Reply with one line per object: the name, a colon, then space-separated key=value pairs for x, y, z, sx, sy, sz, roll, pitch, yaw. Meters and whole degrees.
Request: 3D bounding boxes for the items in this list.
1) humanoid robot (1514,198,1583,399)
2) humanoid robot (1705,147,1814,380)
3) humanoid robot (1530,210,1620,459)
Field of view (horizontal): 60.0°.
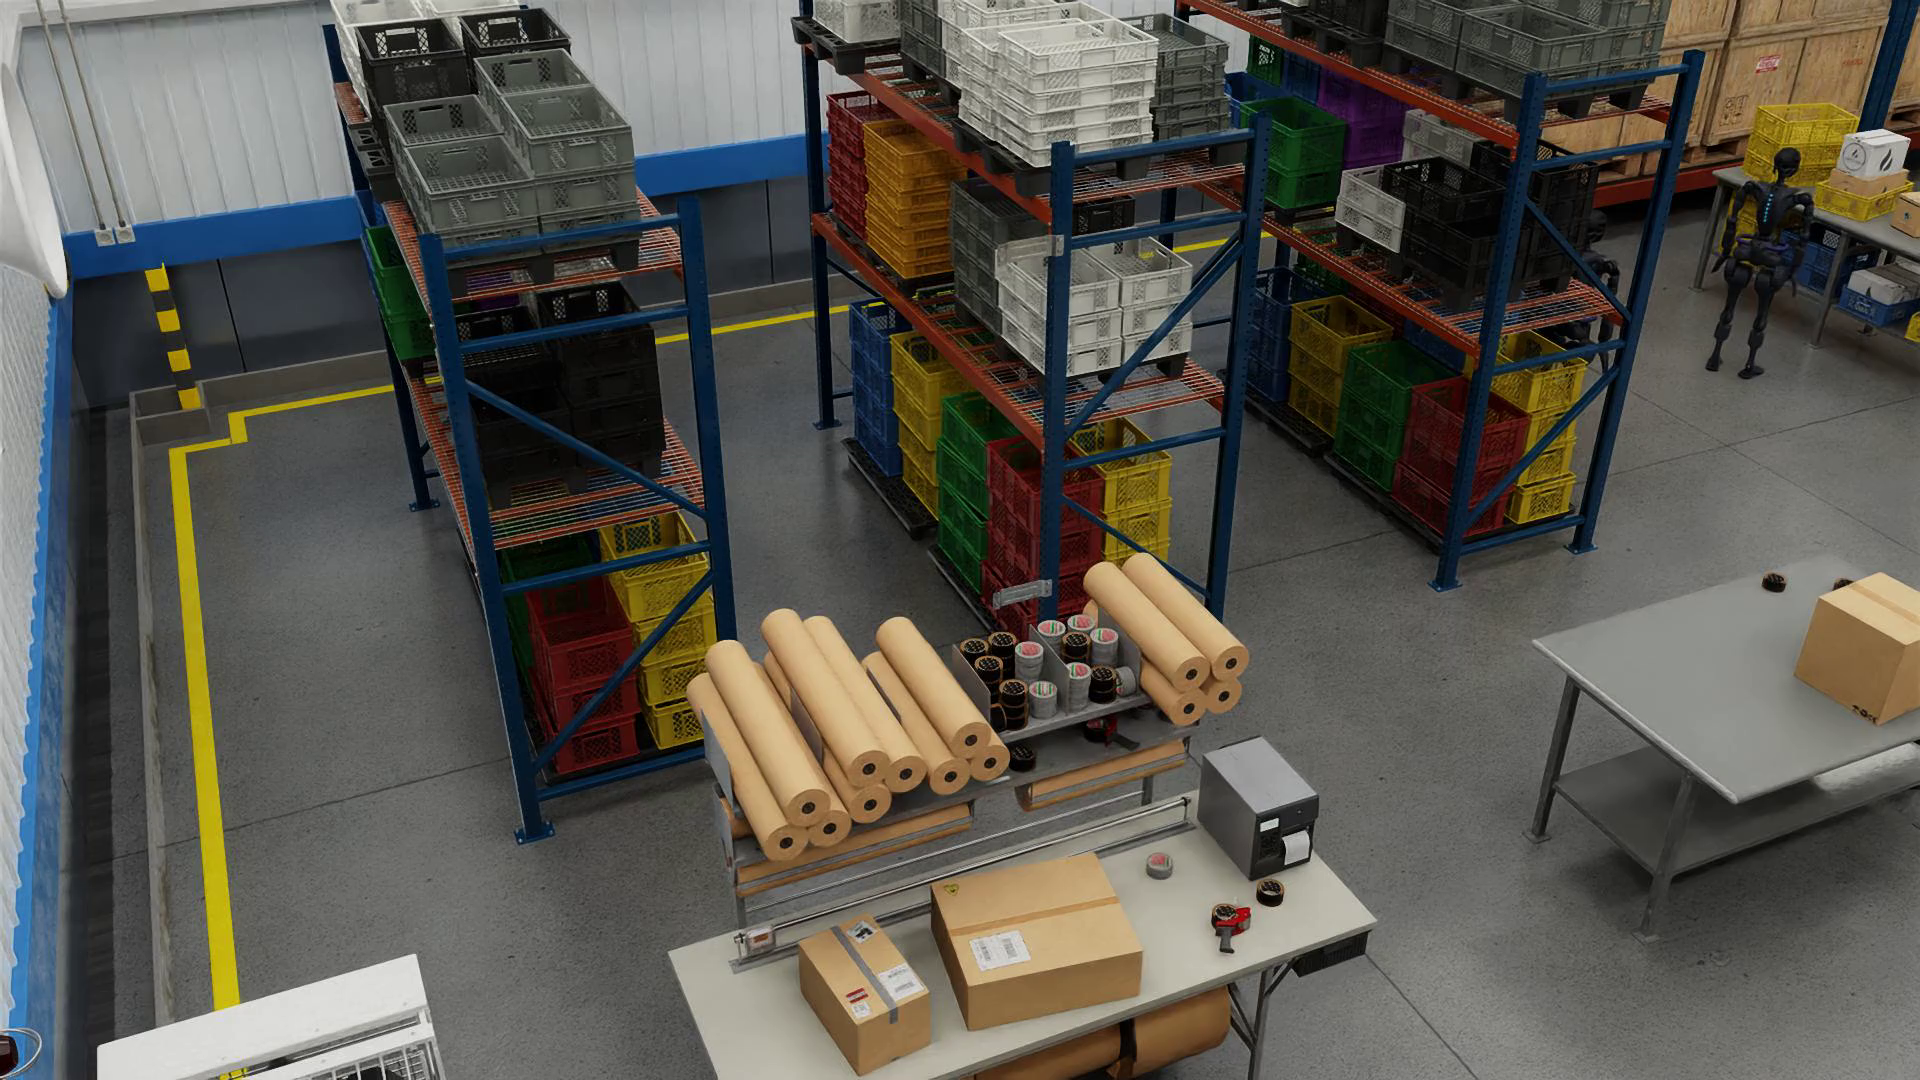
humanoid robot: x=3.880 y=-1.553 z=11.147 sx=0.340 sy=1.651 sz=0.576 roll=26 pitch=40 yaw=36
humanoid robot: x=5.674 y=-1.977 z=11.825 sx=0.591 sy=1.657 sz=0.327 roll=24 pitch=39 yaw=33
humanoid robot: x=3.963 y=-1.345 z=10.813 sx=0.337 sy=1.654 sz=0.568 roll=-20 pitch=37 yaw=-29
